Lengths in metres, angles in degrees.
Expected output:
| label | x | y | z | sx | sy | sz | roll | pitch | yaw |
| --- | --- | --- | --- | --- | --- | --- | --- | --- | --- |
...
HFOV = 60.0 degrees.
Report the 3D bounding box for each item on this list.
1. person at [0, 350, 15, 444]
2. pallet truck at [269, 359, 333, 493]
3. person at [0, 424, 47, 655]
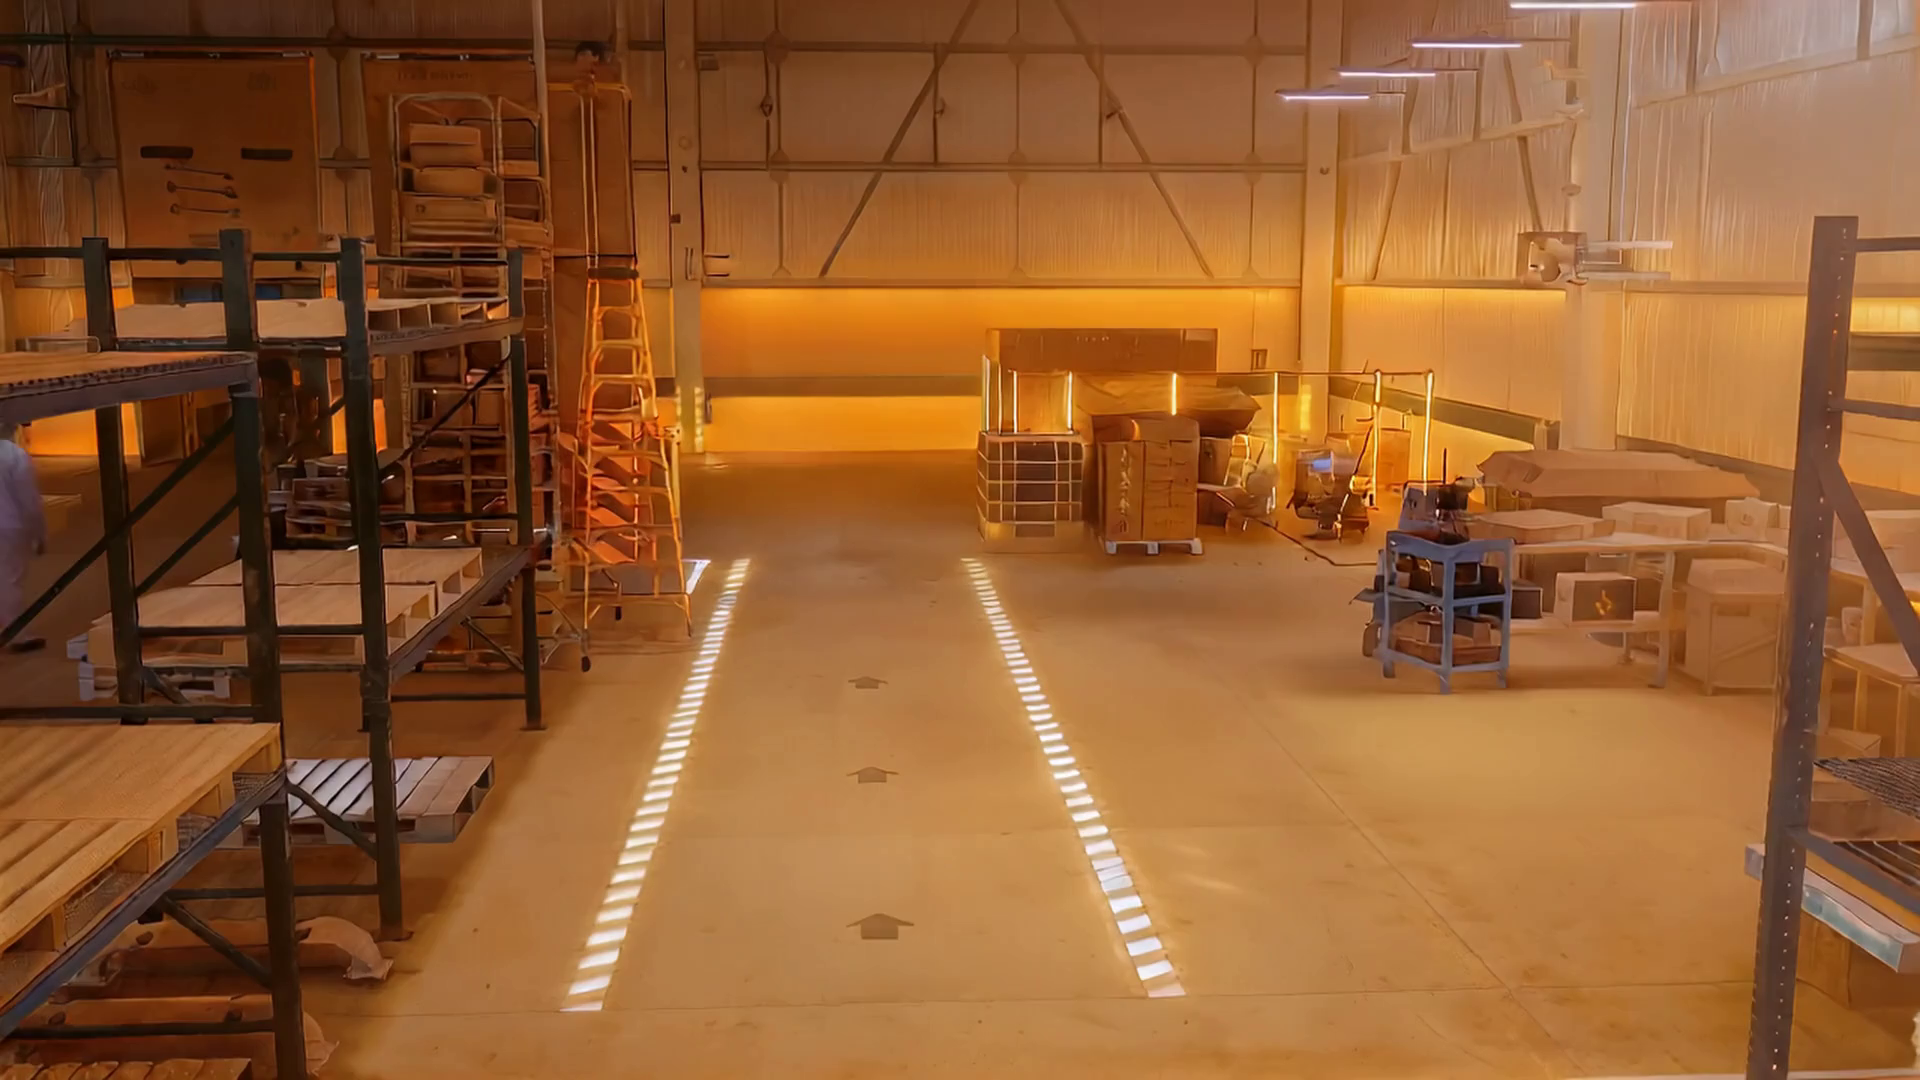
| label | x | y | z | sx | sy | sz | roll | pitch | yaw |
| --- | --- | --- | --- | --- | --- | --- | --- | --- | --- |
| person | -13.107 | -1.684 | 22.694 | 0.544 | 1.930 | 0.388 | 9 | 13 | 43 |
| pallet truck | -7.062 | -1.131 | 18.996 | 1.885 | 1.965 | 0.823 | 2 | 9 | 13 |
| person | -7.184 | -0.063 | 12.498 | 0.651 | 1.928 | 0.519 | 1 | 9 | 9 |
